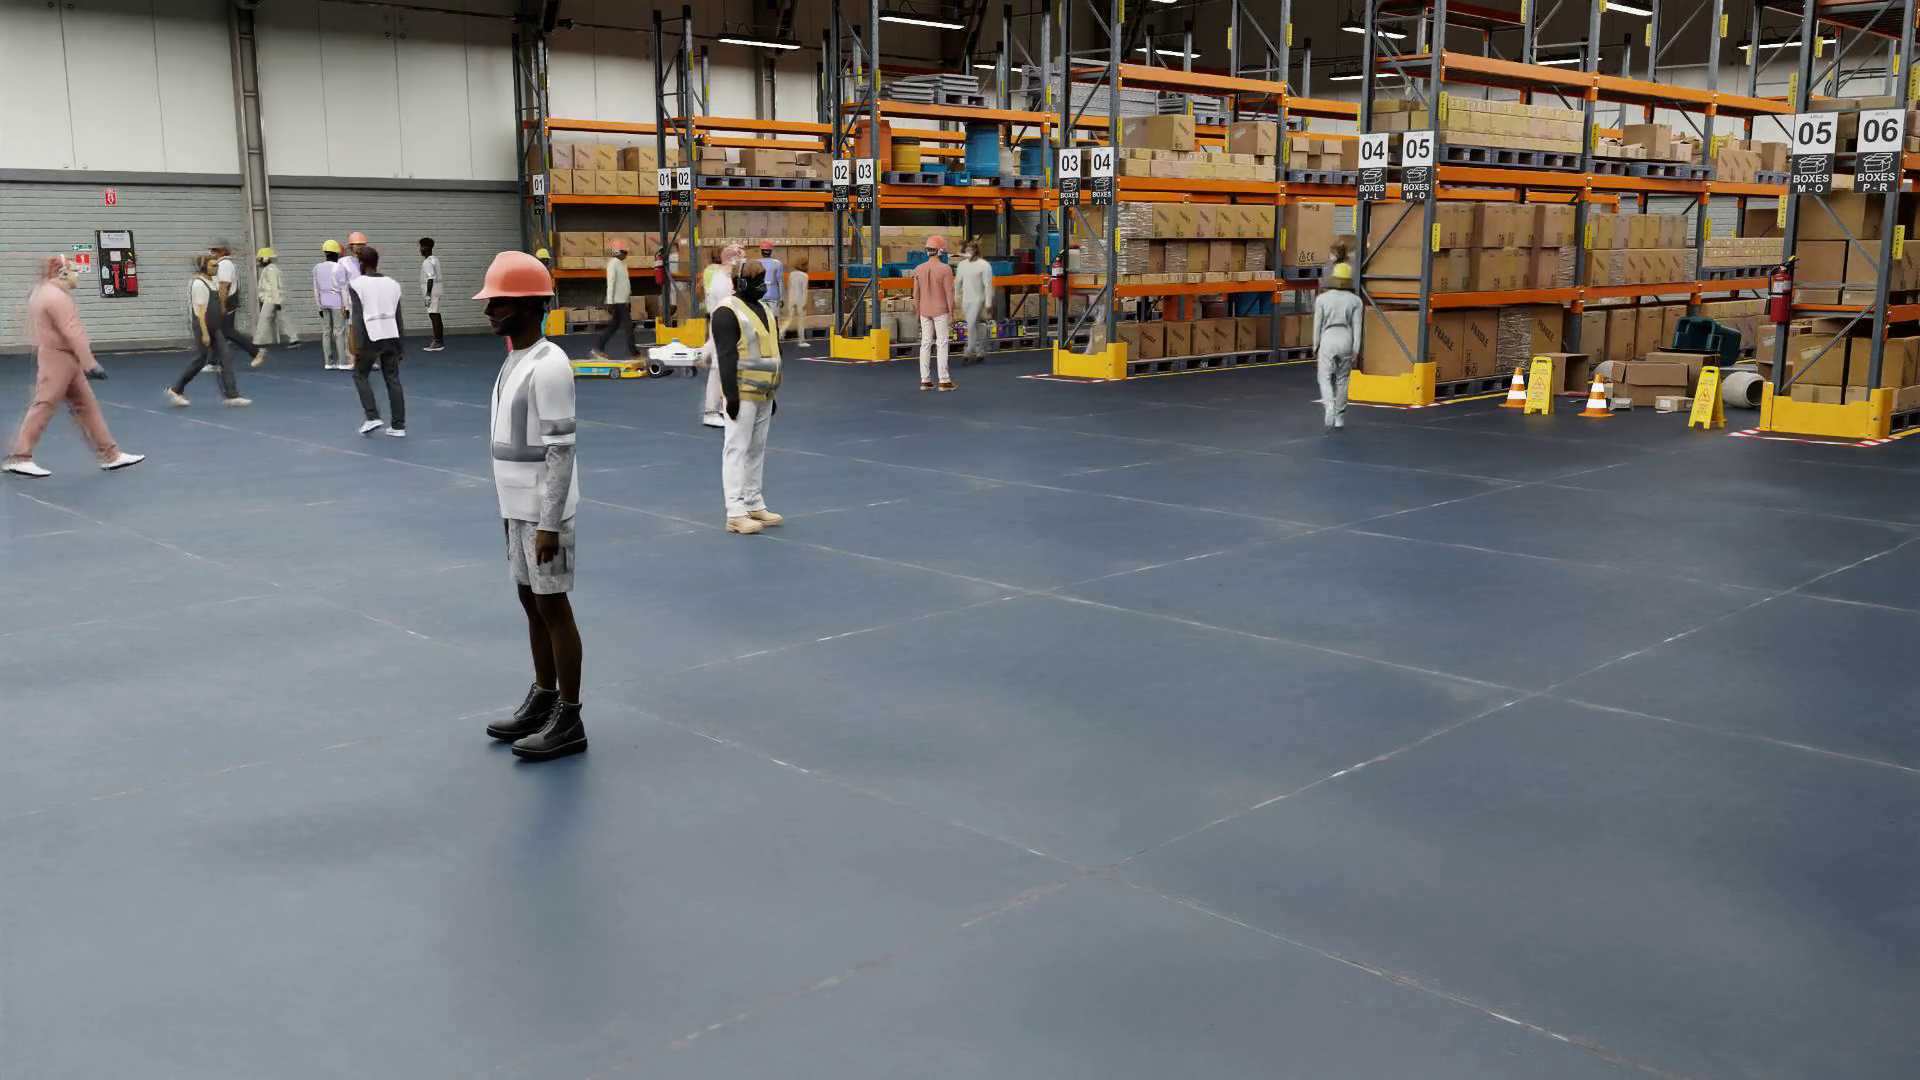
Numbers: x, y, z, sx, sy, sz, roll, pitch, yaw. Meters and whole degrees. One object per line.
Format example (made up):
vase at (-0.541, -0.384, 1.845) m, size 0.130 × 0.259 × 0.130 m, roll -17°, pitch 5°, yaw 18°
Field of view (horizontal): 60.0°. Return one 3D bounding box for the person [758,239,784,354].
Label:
person at (-3.253, -4.118, 28.164) m, size 0.552 × 1.938 × 0.357 m, roll 0°, pitch 10°, yaw -1°

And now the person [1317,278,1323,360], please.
person at (5.722, -3.482, 25.567) m, size 0.513 × 1.626 × 0.326 m, roll 9°, pitch 14°, yaw 42°

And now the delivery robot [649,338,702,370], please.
delivery robot at (-4.048, -2.634, 23.706) m, size 0.707 × 0.478 × 0.477 m, roll 1°, pitch 10°, yaw 8°

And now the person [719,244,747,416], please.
person at (-2.479, -2.314, 18.426) m, size 0.401 × 1.901 × 0.650 m, roll -7°, pitch 12°, yaw -33°

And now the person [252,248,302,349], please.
person at (-12.126, -4.246, 29.301) m, size 0.946 × 1.790 × 0.585 m, roll -3°, pitch 11°, yaw -18°

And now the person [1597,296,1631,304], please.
person at (10.714, -3.905, 27.201) m, size 0.588 × 1.864 × 0.648 m, roll 9°, pitch 13°, yaw 39°

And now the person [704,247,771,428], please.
person at (-2.328, -2.119, 17.440) m, size 0.839 × 1.862 × 0.707 m, roll -1°, pitch 10°, yaw -5°

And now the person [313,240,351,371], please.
person at (-9.331, -3.494, 24.787) m, size 0.585 × 1.929 × 0.370 m, roll 4°, pitch 11°, yaw 20°

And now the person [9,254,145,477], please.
person at (-7.537, -1.468, 13.985) m, size 1.036 × 1.848 × 0.647 m, roll -5°, pitch 12°, yaw -27°

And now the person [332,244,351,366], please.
person at (-9.452, -3.568, 25.355) m, size 0.437 × 1.865 × 0.601 m, roll -4°, pitch 11°, yaw -20°

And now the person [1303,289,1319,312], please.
person at (7.228, -5.223, 34.162) m, size 0.395 × 1.945 × 0.614 m, roll -3°, pitch 11°, yaw -16°

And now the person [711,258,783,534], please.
person at (-1.432, -0.991, 11.377) m, size 0.430 × 1.845 × 0.622 m, roll 4°, pitch 11°, yaw 21°

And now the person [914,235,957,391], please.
person at (-0.317, -2.943, 21.597) m, size 0.609 × 1.997 × 0.374 m, roll 7°, pitch 12°, yaw 32°

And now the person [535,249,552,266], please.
person at (-7.209, -4.150, 28.813) m, size 0.323 × 1.765 × 0.534 m, roll -4°, pitch 11°, yaw -22°

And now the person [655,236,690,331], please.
person at (-5.449, -4.872, 32.087) m, size 0.610 × 2.011 × 0.964 m, roll 10°, pitch 14°, yaw 42°

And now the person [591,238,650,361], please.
person at (-5.475, -3.813, 26.463) m, size 0.995 × 1.958 × 0.625 m, roll 1°, pitch 10°, yaw 6°

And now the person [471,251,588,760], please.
person at (-1.660, -0.132, 6.427) m, size 0.358 × 1.938 × 0.542 m, roll -6°, pitch 12°, yaw -31°

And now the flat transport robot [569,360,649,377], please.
flat transport robot at (-5.136, -2.456, 23.766) m, size 1.431 × 0.197 × 0.652 m, roll 1°, pitch 11°, yaw 8°

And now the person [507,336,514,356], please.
person at (-7.143, -3.801, 27.043) m, size 0.528 × 1.718 × 0.894 m, roll 2°, pitch 11°, yaw 12°

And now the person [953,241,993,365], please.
person at (0.128, -3.664, 25.793) m, size 0.649 × 1.901 × 0.947 m, roll 10°, pitch 14°, yaw 42°

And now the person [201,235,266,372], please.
person at (-10.842, -3.500, 24.629) m, size 0.845 × 2.000 × 0.688 m, roll -5°, pitch 12°, yaw -28°

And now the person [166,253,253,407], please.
person at (-8.886, -2.457, 19.484) m, size 0.921 × 1.812 × 0.520 m, roll -1°, pitch 10°, yaw -4°

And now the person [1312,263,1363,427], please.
person at (3.927, -2.019, 17.312) m, size 0.493 × 1.721 × 0.668 m, roll 1°, pitch 10°, yaw 7°

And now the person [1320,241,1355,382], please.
person at (5.247, -3.172, 23.029) m, size 0.556 × 1.926 × 0.636 m, roll -6°, pitch 12°, yaw -30°

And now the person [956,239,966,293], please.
person at (0.009, -5.991, 38.509) m, size 0.983 × 1.893 × 0.656 m, roll -8°, pitch 13°, yaw -37°

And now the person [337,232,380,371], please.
person at (-8.940, -3.557, 24.807) m, size 0.610 × 2.048 × 0.366 m, roll -6°, pitch 12°, yaw -31°

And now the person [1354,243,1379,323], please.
person at (6.096, -3.494, 24.855) m, size 0.759 × 1.907 × 0.595 m, roll -7°, pitch 13°, yaw -34°

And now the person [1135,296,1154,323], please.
person at (3.962, -5.392, 35.763) m, size 0.532 × 1.697 × 0.322 m, roll 7°, pitch 13°, yaw 34°

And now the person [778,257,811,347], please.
person at (-2.957, -4.261, 29.836) m, size 0.518 × 1.606 × 0.573 m, roll 9°, pitch 13°, yaw 39°

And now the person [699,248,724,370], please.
person at (-3.622, -3.439, 24.791) m, size 0.818 × 1.820 × 0.624 m, roll -7°, pitch 12°, yaw -32°

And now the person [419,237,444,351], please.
person at (-9.239, -4.301, 29.082) m, size 0.371 × 1.966 × 0.608 m, roll -1°, pitch 10°, yaw -3°

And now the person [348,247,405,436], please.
person at (-5.841, -1.990, 16.728) m, size 0.526 × 1.883 × 0.606 m, roll 7°, pitch 13°, yaw 34°

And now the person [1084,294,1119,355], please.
person at (2.206, -3.657, 26.020) m, size 0.538 × 1.827 × 0.986 m, roll 9°, pitch 14°, yaw 40°
